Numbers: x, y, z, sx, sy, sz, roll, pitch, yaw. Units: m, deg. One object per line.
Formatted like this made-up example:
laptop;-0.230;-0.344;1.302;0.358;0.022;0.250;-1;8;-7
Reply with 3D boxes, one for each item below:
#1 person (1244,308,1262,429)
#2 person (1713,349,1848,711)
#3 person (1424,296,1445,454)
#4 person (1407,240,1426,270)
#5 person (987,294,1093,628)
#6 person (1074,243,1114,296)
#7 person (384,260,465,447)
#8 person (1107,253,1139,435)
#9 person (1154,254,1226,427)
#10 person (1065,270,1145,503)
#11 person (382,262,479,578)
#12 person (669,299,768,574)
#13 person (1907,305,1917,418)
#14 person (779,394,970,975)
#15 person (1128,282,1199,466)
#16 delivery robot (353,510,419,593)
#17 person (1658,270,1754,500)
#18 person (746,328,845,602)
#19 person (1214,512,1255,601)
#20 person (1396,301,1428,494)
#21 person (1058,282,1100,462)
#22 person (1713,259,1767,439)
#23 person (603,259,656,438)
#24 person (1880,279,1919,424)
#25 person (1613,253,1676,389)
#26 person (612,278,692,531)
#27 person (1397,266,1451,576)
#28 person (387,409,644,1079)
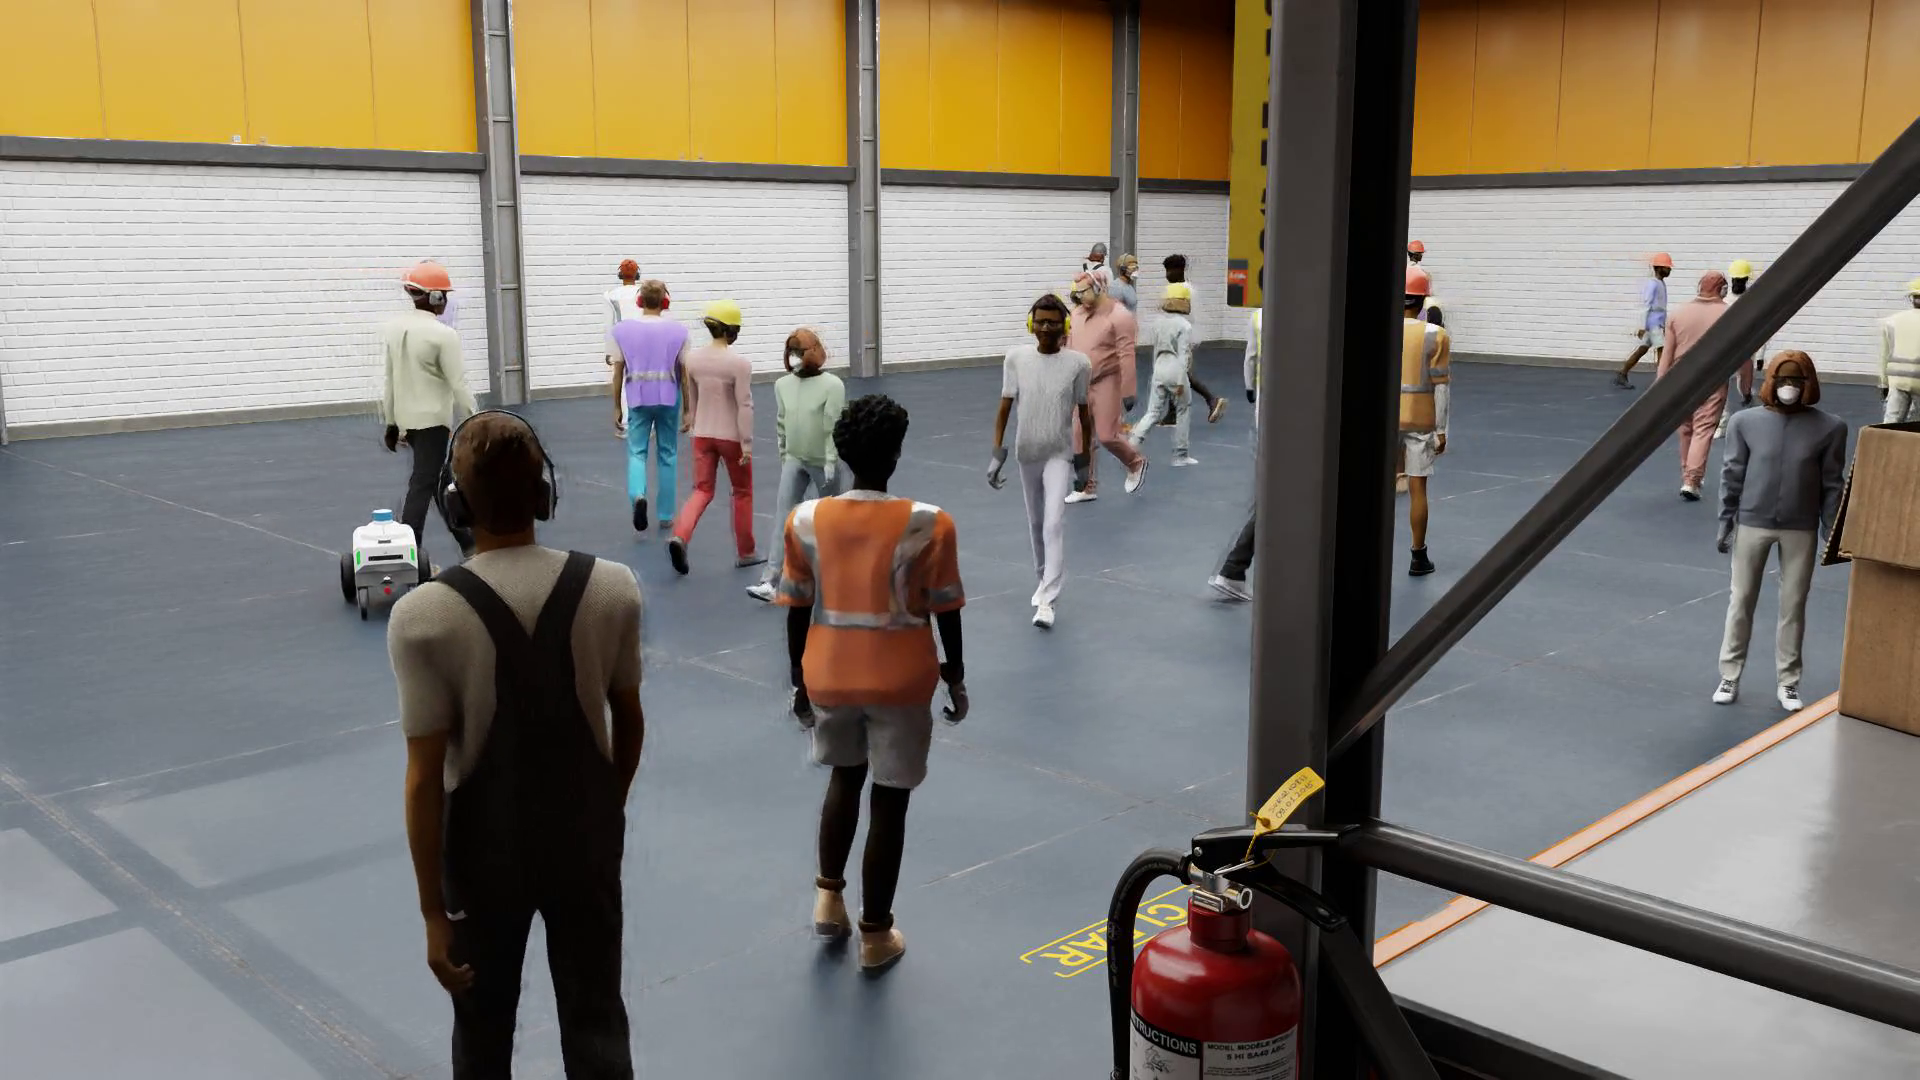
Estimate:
person;2.700;-1.310;13.905;0.631;1.823;0.701;3;11;15
person;3.677;-0.043;7.491;0.507;1.631;0.268;5;11;24
person;4.328;-1.684;16.031;0.980;1.784;0.633;-5;12;-27
person;7.365;-3.834;27.044;0.370;2.044;0.608;-2;11;-13
person;0.459;-0.456;9.262;0.534;1.816;0.997;3;11;16
person;2.248;-3.779;26.753;0.701;2.000;0.650;9;14;41
person;-5.344;-1.885;16.852;0.651;1.884;1.012;10;14;44
person;1.739;-2.103;17.895;0.353;1.936;0.635;3;11;16
person;2.551;-2.203;18.471;0.725;1.933;0.659;4;11;19
person;1.158;-1.223;13.285;0.662;1.866;0.696;-9;14;-39
person;-3.209;-0.746;10.432;0.660;1.951;0.958;8;13;37
person;-1.539;-0.650;10.508;0.528;1.740;0.740;5;12;26
person;11.242;-2.323;19.238;0.341;1.882;0.586;-2;11;-10
person;-0.244;0.421;4.839;0.538;1.685;0.411;4;11;19
person;1.873;-1.501;15.234;0.779;1.707;0.492;-9;14;-42
delivery robot;-3.308;0.069;9.567;0.477;0.478;0.707;-4;11;-19
person;6.074;-1.266;13.593;0.667;1.857;1.010;9;14;40
person;-0.913;-0.419;9.651;0.504;1.594;0.830;5;12;25
person;1.955;-0.556;9.653;0.976;1.875;0.616;-2;11;-11
person;3.491;-1.332;13.524;0.655;2.011;0.818;4;11;19
person;1.174;-1.611;15.813;0.537;1.716;0.908;7;12;33
person;8.243;-2.024;17.602;0.593;1.897;0.835;9;14;40
person;-3.458;-2.004;17.543;0.589;1.894;0.410;-3;11;-17
person;8.078;-1.341;14.126;0.796;1.805;0.598;-7;12;-33
person;9.480;-2.979;22.812;0.985;1.896;0.572;7;13;34
person;-2.198;-0.948;11.901;0.569;1.831;0.655;-1;10;-7
person;2.790;-0.738;10.450;0.545;1.939;0.354;5;11;24
person;-0.857;0.640;3.337;0.512;1.801;0.955;-5;12;-26
